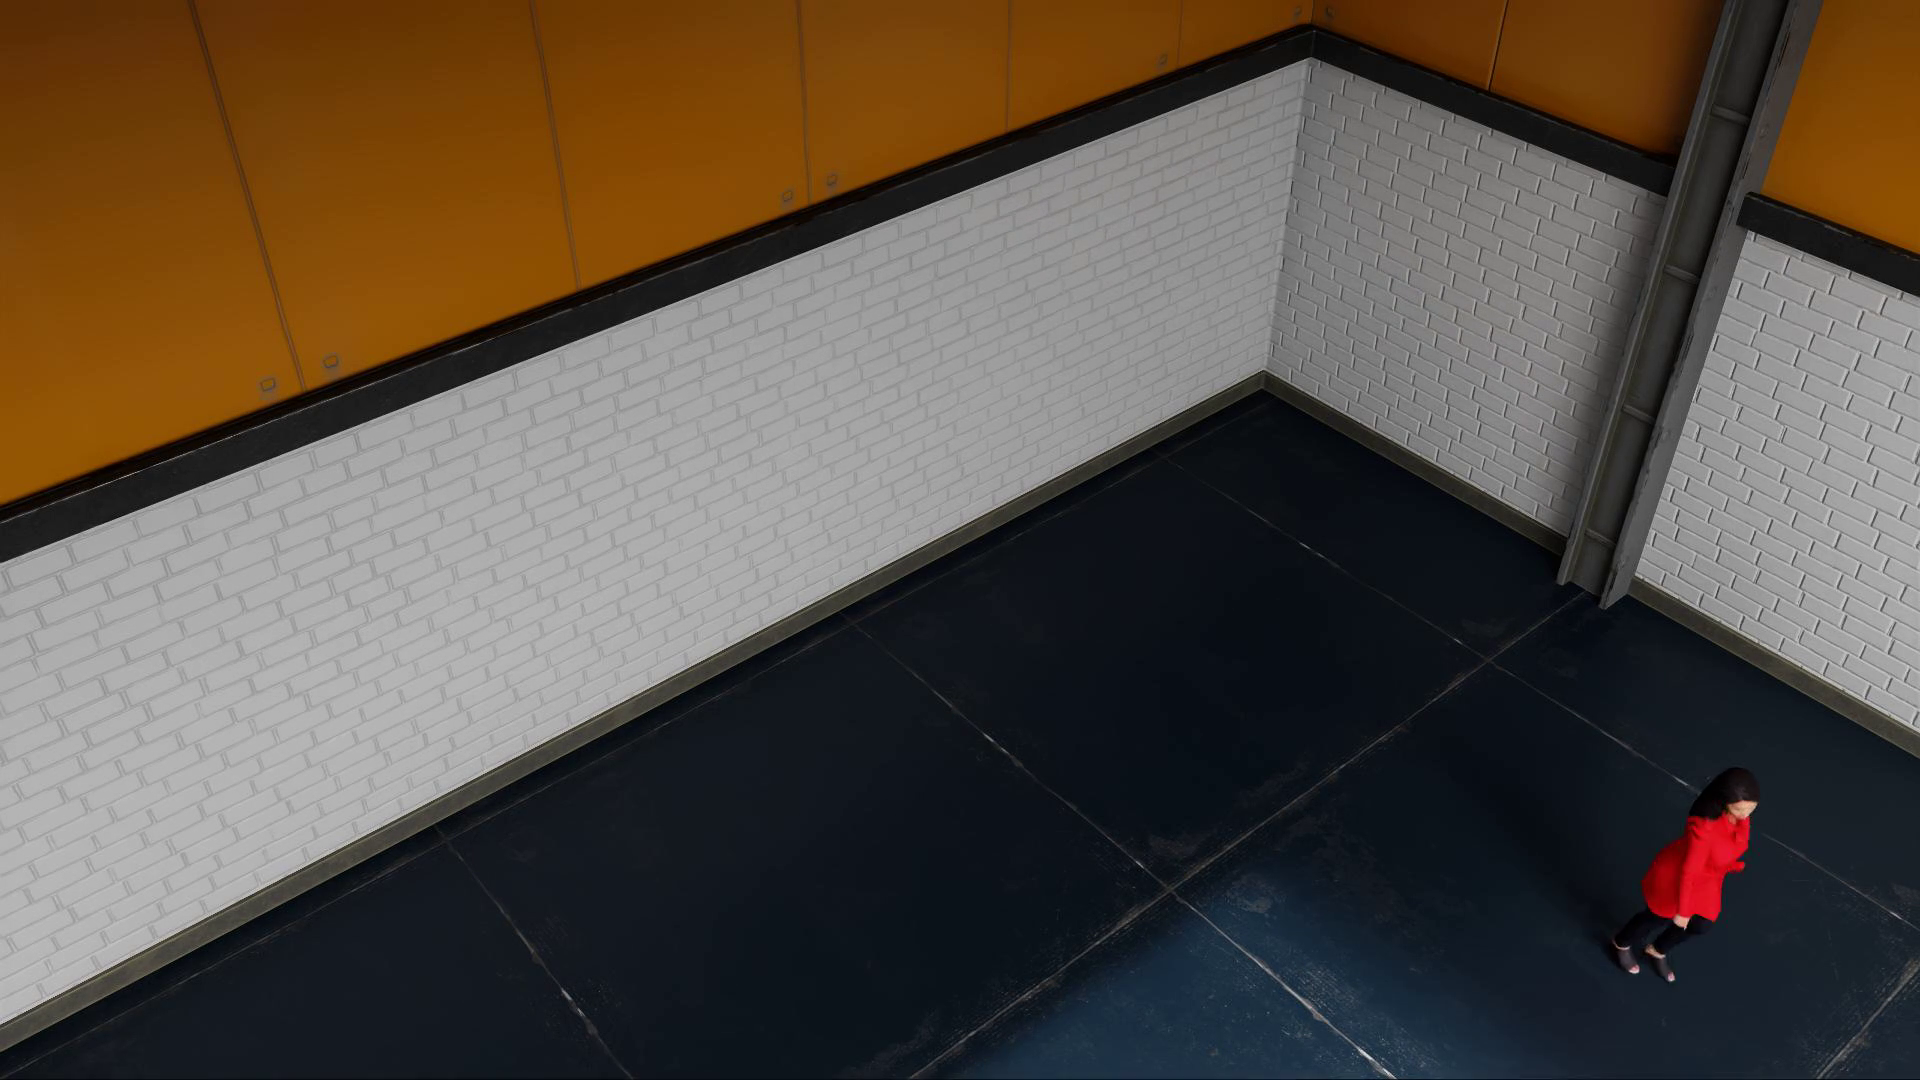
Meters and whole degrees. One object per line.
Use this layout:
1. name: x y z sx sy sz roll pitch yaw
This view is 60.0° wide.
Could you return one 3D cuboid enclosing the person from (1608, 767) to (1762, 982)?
1. person: 3.662 1.691 8.513 0.685 1.708 0.633 30 48 32
